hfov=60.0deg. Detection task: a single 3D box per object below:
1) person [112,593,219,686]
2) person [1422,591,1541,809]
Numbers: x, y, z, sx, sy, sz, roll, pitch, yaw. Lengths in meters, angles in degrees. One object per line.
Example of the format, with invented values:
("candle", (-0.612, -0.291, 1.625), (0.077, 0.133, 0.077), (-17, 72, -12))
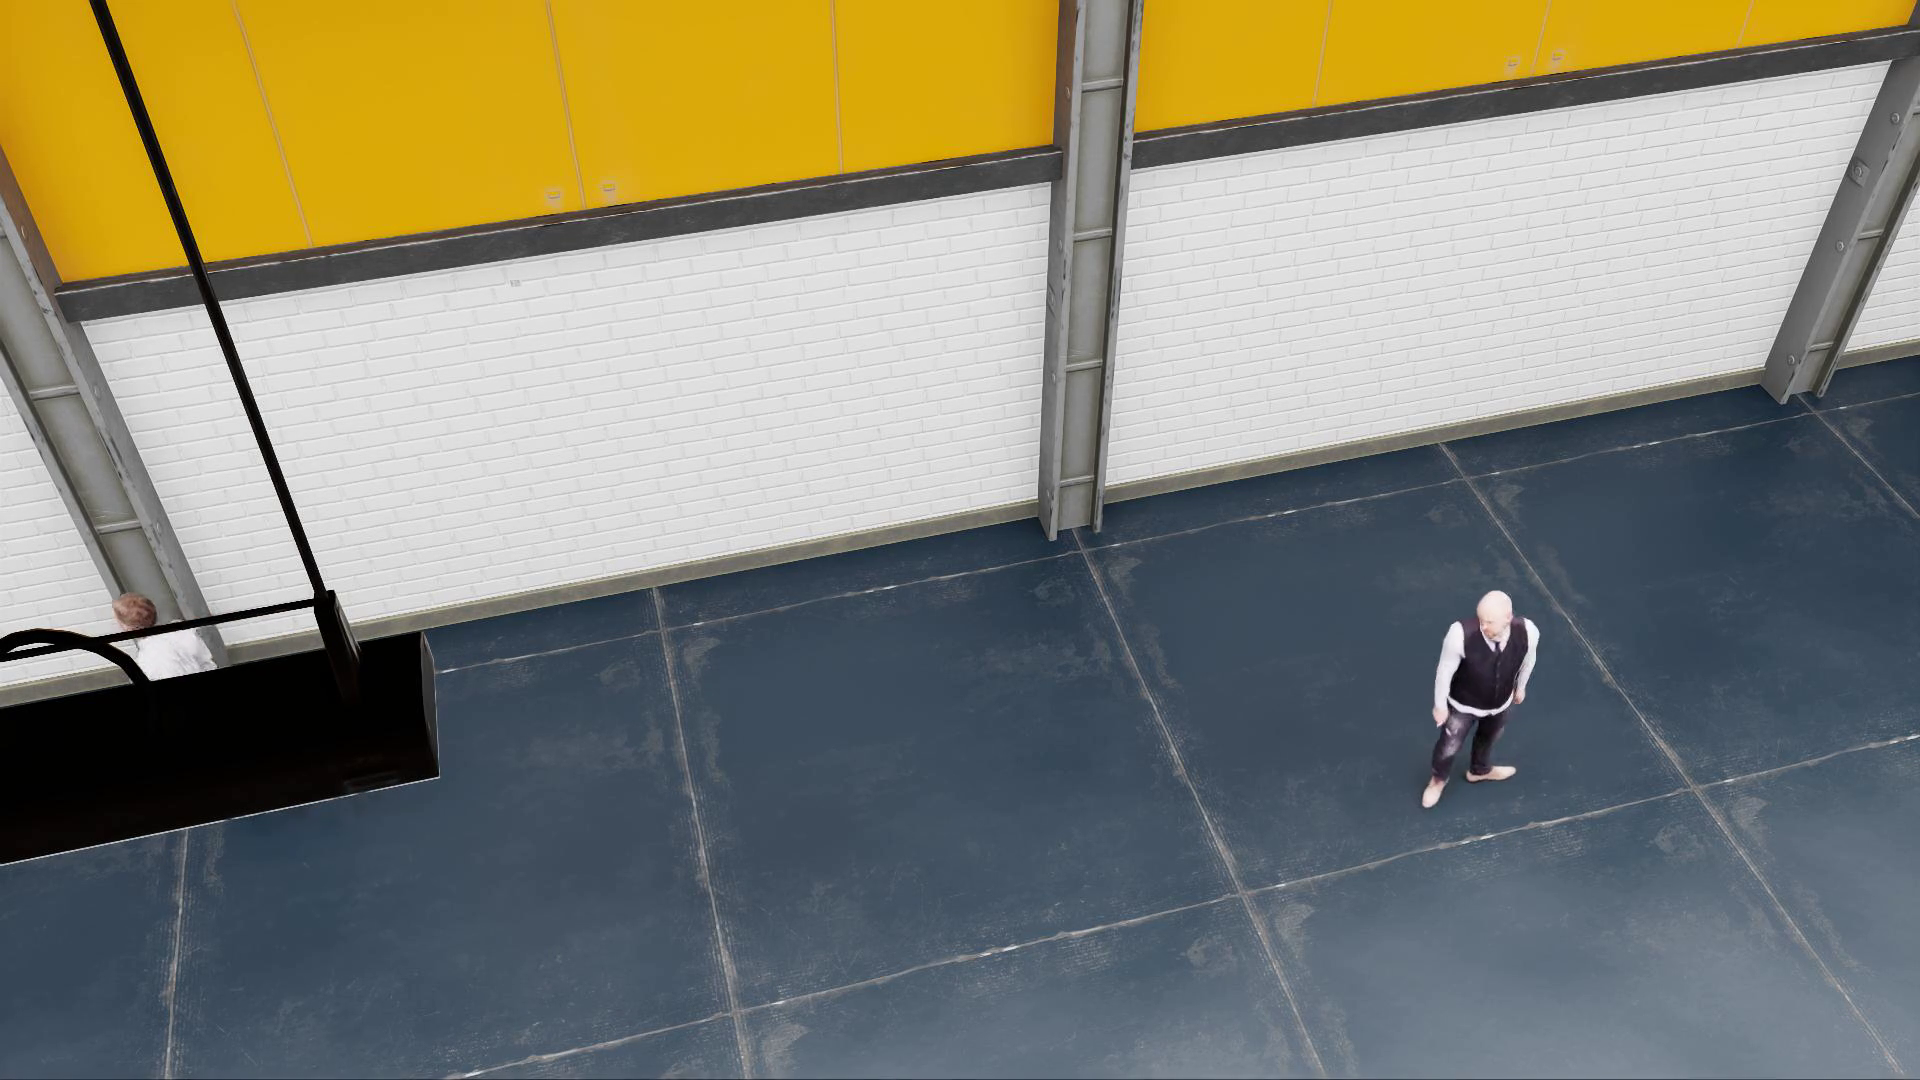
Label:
("person", (-4.374, 0.984, 9.572), (0.824, 1.812, 0.795), (14, 45, 14))
("person", (3.055, 0.902, 9.667), (0.530, 1.800, 0.986), (-14, 45, -15))
